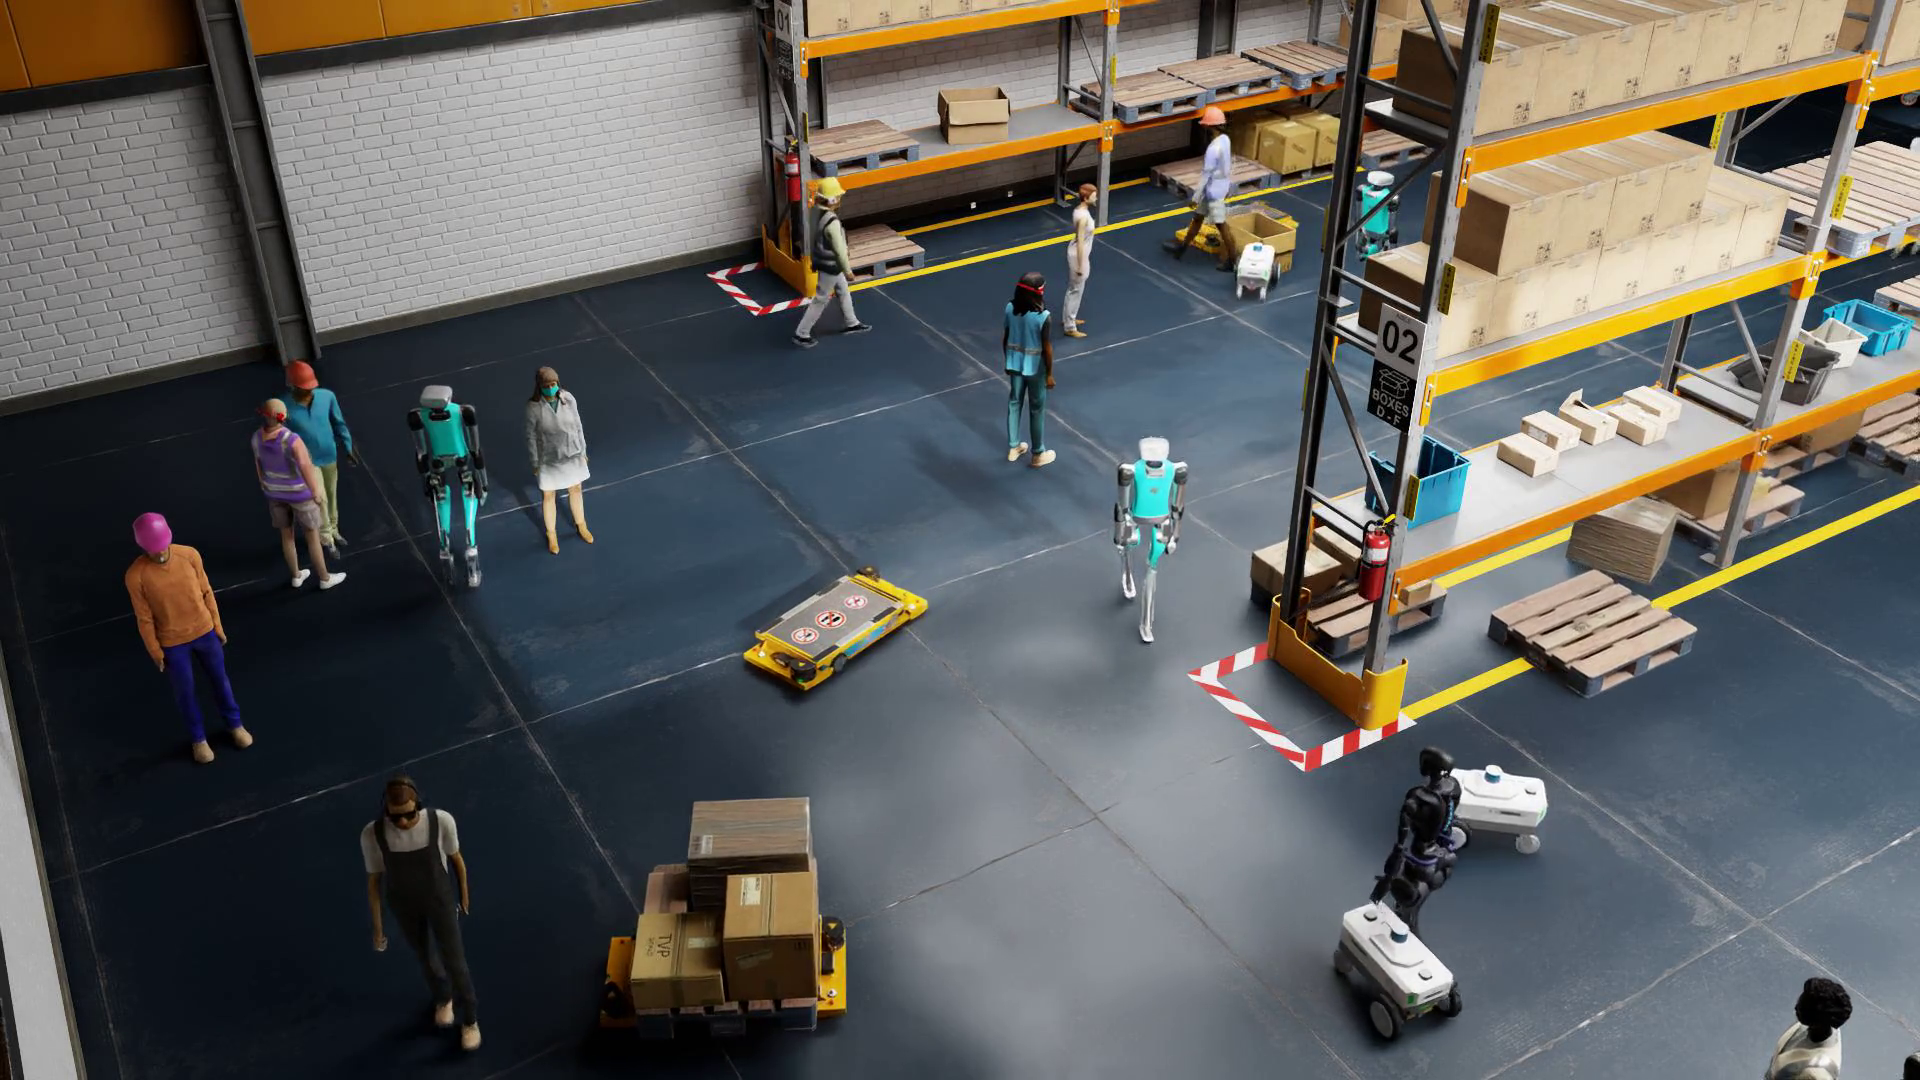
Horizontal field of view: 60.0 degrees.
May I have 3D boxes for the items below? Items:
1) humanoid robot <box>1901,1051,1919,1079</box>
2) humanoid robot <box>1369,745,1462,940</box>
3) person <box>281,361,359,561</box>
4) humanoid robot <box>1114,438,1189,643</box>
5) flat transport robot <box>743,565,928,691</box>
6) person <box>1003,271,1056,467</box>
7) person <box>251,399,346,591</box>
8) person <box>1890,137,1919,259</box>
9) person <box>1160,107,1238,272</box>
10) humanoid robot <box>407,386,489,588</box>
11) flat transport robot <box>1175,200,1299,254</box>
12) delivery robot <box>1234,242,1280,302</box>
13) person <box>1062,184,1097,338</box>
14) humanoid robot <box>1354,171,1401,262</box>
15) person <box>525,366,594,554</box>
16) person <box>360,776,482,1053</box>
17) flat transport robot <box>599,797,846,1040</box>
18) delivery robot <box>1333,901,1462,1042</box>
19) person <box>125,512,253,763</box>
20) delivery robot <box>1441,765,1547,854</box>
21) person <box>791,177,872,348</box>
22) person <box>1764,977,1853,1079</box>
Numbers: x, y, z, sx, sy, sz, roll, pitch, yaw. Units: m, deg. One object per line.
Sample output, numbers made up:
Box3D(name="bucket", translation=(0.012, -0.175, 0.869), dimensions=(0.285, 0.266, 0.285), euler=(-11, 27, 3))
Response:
Box3D(name="humanoid robot", translation=(4.319, 3.087, 7.713), dimensions=(0.685, 1.732, 0.530), euler=(-17, 36, -25))
Box3D(name="humanoid robot", translation=(2.703, 1.936, 9.716), dimensions=(0.600, 1.645, 0.687), euler=(-17, 36, -25))
Box3D(name="person", translation=(-5.271, -0.663, 13.753), dimensions=(0.574, 1.735, 0.578), euler=(27, 41, 35))
Box3D(name="humanoid robot", translation=(1.419, -0.155, 13.005), dimensions=(0.532, 1.772, 0.987), euler=(-2, 32, -3))
Box3D(name="flat transport robot", translation=(-0.959, 0.669, 13.016), dimensions=(0.659, 0.231, 1.431), euler=(23, 39, 32))
Box3D(name="person", translation=(0.612, -1.542, 15.041), dimensions=(0.524, 1.865, 0.396), euler=(21, 38, 30))
Box3D(name="person", translation=(-5.346, -0.352, 13.306), dimensions=(0.484, 1.690, 0.349), euler=(7, 33, 12))
Box3D(name="person", translation=(11.112, -4.073, 19.195), dimensions=(0.368, 1.741, 0.578), euler=(-27, 41, -36))
Box3D(name="person", translation=(2.809, -3.987, 18.922), dimensions=(1.009, 1.879, 0.556), euler=(11, 34, 16))
Box3D(name="humanoid robot", translation=(-4.028, -0.295, 13.215), dimensions=(0.539, 1.844, 0.657), euler=(-4, 32, -6))
Box3D(name="flat transport robot", translation=(3.364, -3.797, 20.140), dimensions=(1.431, 0.231, 0.659), euler=(-21, 38, -29))
Box3D(name="delivery robot", translation=(3.317, -3.044, 18.662), dimensions=(0.499, 0.587, 0.767), euler=(8, 33, 13))
Box3D(name="person", translation=(1.261, -2.948, 17.489), dimensions=(0.313, 1.649, 0.463), euler=(1, 32, 2))
Box3D(name="humanoid robot", translation=(4.528, -3.097, 17.660), dimensions=(0.806, 1.778, 0.538), euler=(-22, 38, -31))
Box3D(name="person", translation=(-3.340, -0.672, 13.843), dimensions=(0.495, 1.659, 0.336), euler=(-18, 36, -26))
Box3D(name="person", translation=(-3.001, 2.111, 9.253), dimensions=(0.524, 1.827, 0.641), euler=(-6, 33, -10))
Box3D(name="flat transport robot", translation=(-1.403, 2.581, 9.968), dimensions=(1.431, 0.231, 0.659), euler=(-2, 32, -3))
Box3D(name="delivery robot", translation=(2.572, 2.524, 9.801), dimensions=(0.499, 0.608, 0.790), euler=(-14, 35, -21))
Box3D(name="person", translation=(-5.337, 0.653, 11.444), dimensions=(0.516, 1.974, 0.397), euler=(-26, 40, -35))
Box3D(name="delivery robot", translation=(3.480, 1.749, 11.018), dimensions=(0.789, 0.587, 0.499), euler=(6, 33, 9))
Box3D(name="person", translation=(-1.389, -2.880, 17.247), dimensions=(0.904, 1.792, 0.591), euler=(-10, 33, -15))
Box3D(name="person", translation=(4.122, 2.826, 8.243), dimensions=(0.321, 1.688, 0.544), euler=(14, 35, 21))
